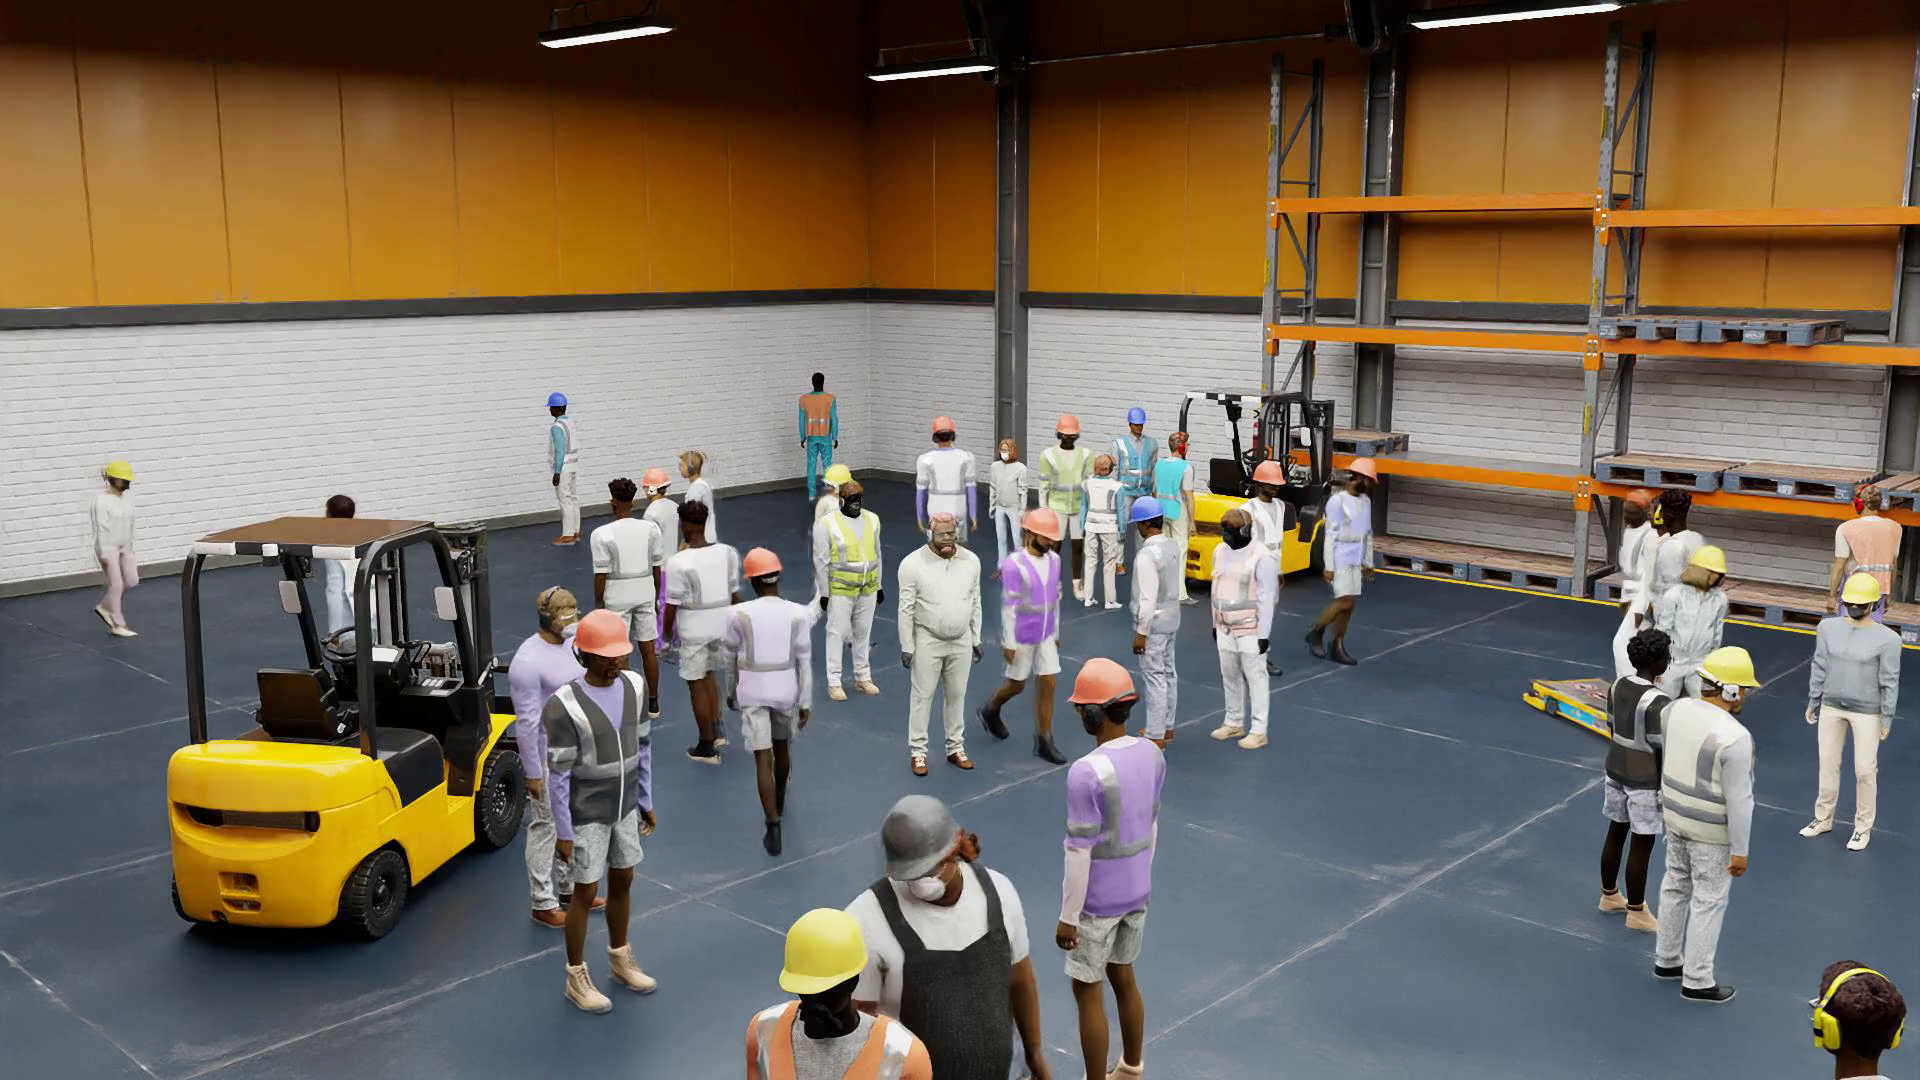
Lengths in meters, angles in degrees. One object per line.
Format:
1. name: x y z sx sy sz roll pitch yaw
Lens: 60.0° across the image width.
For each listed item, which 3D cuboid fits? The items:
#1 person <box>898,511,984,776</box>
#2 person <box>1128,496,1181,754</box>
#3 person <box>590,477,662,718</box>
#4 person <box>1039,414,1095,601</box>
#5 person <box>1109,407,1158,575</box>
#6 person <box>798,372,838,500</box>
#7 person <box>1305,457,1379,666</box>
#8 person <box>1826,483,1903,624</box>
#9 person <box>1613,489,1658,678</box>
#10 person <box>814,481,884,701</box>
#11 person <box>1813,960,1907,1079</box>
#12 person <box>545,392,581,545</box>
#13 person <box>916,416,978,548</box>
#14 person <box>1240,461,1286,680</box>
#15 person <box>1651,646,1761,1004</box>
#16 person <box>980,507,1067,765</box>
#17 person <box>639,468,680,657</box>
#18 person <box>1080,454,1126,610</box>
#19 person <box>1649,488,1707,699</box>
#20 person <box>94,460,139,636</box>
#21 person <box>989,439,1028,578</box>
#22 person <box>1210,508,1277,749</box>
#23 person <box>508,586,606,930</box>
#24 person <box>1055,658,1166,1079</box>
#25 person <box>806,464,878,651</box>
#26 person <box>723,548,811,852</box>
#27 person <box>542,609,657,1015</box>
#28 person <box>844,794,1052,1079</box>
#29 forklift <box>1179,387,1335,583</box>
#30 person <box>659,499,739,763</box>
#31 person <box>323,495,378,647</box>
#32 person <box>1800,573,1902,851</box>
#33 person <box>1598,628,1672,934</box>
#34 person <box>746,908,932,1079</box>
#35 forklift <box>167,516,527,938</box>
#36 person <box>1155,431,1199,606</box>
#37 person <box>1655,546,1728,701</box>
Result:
1. person: -0.122 0.735 11.943 0.651 1.906 0.402 -4 11 -23
2. person: 1.440 0.633 12.439 0.417 1.935 0.605 5 11 26
3. person: -2.645 0.479 13.227 0.607 1.966 0.373 -7 12 -36
4. person: 1.146 -0.332 17.708 0.606 2.028 0.452 -2 10 -13
5. person: 2.014 -0.569 19.249 0.604 1.949 0.384 -3 10 -17
6. person: -2.114 -1.544 24.882 0.587 1.920 0.392 1 10 7
7. person: 3.505 0.194 15.080 0.568 1.892 0.435 -9 13 -40
8. person: 7.466 0.456 13.735 0.562 1.838 0.387 -1 10 -8
9. person: 5.460 0.501 13.478 0.609 1.852 0.583 2 10 8
10. person: -0.905 0.414 13.952 0.635 1.842 0.429 -7 12 -34
11. person: 2.388 2.059 4.549 0.512 1.861 0.325 -2 10 -11
12. person: -5.057 -0.906 21.167 0.405 1.946 0.612 1 10 5
13. person: -0.147 -0.294 17.477 0.646 2.019 0.601 -1 10 -6
14. person: 2.663 0.264 14.537 0.551 1.934 0.373 -9 13 -41
15. person: 3.731 1.417 8.314 0.403 1.818 0.606 -2 10 -13
16. person: 0.473 0.672 12.349 0.583 1.903 0.821 -8 12 -37
17. person: -2.790 0.204 15.395 0.326 1.752 0.561 3 10 14
18. person: 1.488 -0.083 17.387 0.525 1.633 0.313 6 12 32
19. person: 5.440 0.577 12.683 0.371 1.962 0.603 9 14 43
20. person: -8.211 0.082 16.157 0.535 1.740 0.528 2 10 13
21. person: 0.551 -0.345 18.897 0.501 1.629 0.288 7 12 35
22. person: 2.125 0.660 12.615 0.436 1.831 0.627 -7 12 -34
23. person: -2.241 1.200 9.247 0.385 1.929 0.634 3 11 19
24. person: 0.621 1.511 7.194 0.409 2.028 0.613 8 13 38
25. person: -1.236 0.190 15.369 0.898 1.793 0.574 -2 10 -12
26. person: -1.236 0.983 10.664 0.539 1.875 1.000 -4 11 -19
27. person: -1.744 1.329 8.222 0.423 2.034 0.609 8 13 39
28. person: -0.058 1.771 5.664 0.810 2.000 0.607 -7 12 -34
29. forklift: 3.298 -0.608 18.767 1.214 2.155 2.313 9 13 42
30. person: -1.923 0.665 12.202 0.489 1.948 0.624 10 14 44
31. person: -4.627 0.604 12.728 0.423 1.903 0.594 2 10 11
32. person: 5.603 1.069 10.467 0.343 1.762 0.526 -7 12 -36
33. person: 3.765 1.319 9.213 0.318 1.697 0.535 -2 10 -9
34. person: -0.369 1.978 4.807 0.584 1.927 0.366 3 10 18
35. forklift: -3.583 0.976 9.748 1.214 2.155 2.313 2 10 11
36. person: 2.271 -0.227 17.587 0.389 1.846 0.567 -7 12 -34
37. person: 5.129 0.854 11.804 0.506 1.712 0.605 -1 10 -7
